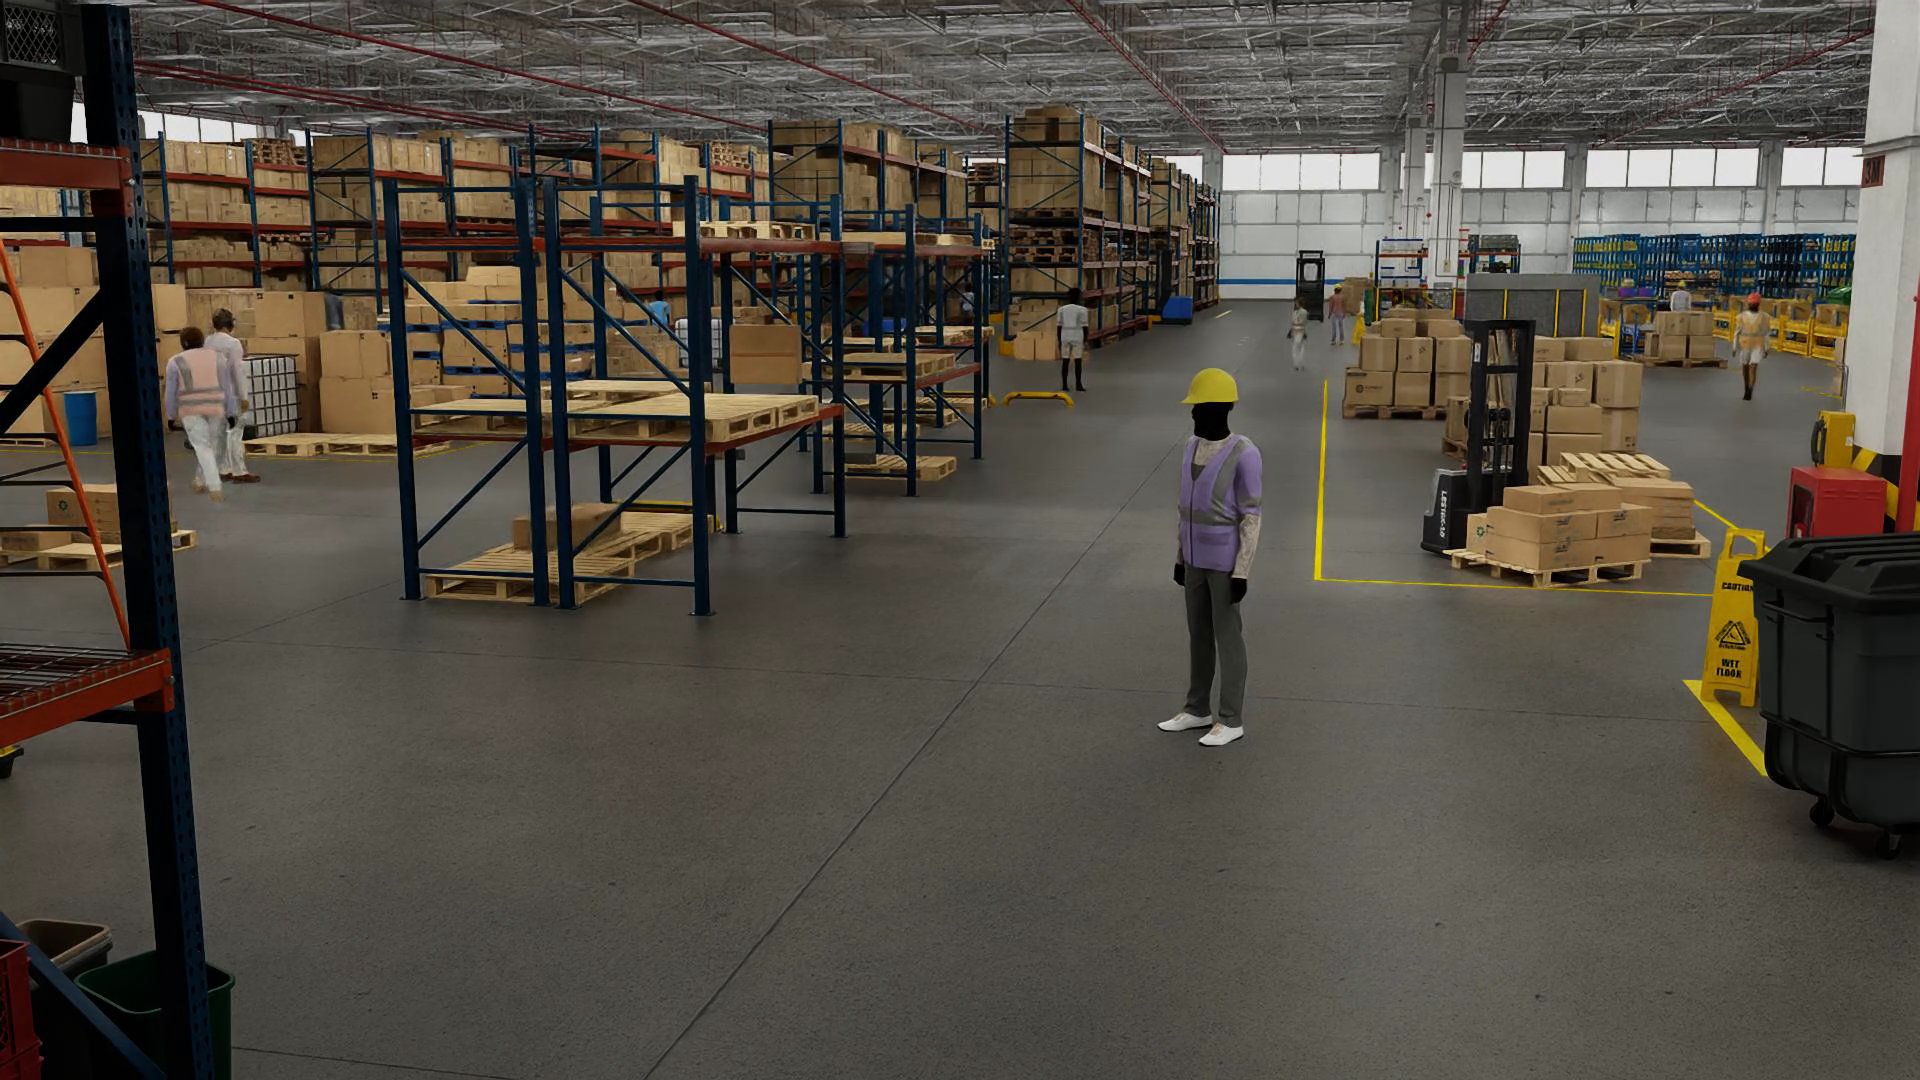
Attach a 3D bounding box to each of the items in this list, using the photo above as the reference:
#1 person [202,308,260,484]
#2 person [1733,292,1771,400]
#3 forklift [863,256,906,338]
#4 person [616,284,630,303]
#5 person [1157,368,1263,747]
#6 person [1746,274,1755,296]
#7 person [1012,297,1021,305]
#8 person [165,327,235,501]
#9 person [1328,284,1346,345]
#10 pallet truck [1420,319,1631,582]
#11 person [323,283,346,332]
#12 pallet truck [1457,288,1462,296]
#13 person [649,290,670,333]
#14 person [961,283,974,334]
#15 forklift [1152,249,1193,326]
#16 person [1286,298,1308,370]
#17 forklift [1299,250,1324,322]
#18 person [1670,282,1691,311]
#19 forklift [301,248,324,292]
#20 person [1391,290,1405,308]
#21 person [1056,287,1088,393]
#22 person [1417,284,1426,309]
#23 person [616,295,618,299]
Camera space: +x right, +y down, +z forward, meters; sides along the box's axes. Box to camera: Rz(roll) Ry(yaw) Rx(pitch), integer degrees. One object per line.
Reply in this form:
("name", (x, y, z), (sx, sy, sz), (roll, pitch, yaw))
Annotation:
("person", (-8.082, -1.583, 18.374), (0.632, 1.938, 0.357), (6, 11, 31))
("person", (14.073, -3.453, 29.556), (0.555, 1.911, 0.897), (6, 12, 34))
("forklift", (-1.568, -5.544, 39.037), (1.129, 2.768, 1.873), (2, 10, 12))
("person", (-7.986, -5.188, 39.865), (0.815, 1.881, 0.632), (1, 10, 6))
("person", (1.289, 0.087, 8.513), (0.366, 1.927, 0.585), (-5, 11, -29))
("person", (38.228, -12.024, 80.645), (0.846, 1.796, 0.595), (5, 11, 27))
("person", (1.932, -8.363, 58.208), (0.382, 2.040, 0.616), (-3, 10, -19))
("person", (-7.856, -1.302, 17.182), (0.994, 1.788, 0.626), (9, 13, 41))
("person", (10.964, -6.569, 48.400), (0.528, 1.767, 0.329), (-2, 10, -11))
("pallet truck", (4.543, -0.757, 13.299), (0.823, 1.965, 1.885), (-4, 10, -22))
("person", (-14.526, -4.959, 38.422), (0.643, 1.922, 0.439), (-3, 10, -15))
("pallet truck", (20.506, -9.785, 68.819), (0.653, 1.274, 1.630), (2, 10, 12))
("person", (-7.581, -5.453, 41.999), (0.535, 1.697, 0.318), (-1, 10, -6))
("person", (0.274, -7.635, 54.978), (0.537, 1.681, 0.587), (2, 10, 11))
("forklift", (7.646, -9.320, 61.395), (1.873, 2.768, 1.129), (2, 10, 11))
("person", (7.493, -4.580, 37.051), (0.565, 1.618, 0.518), (-2, 10, -11))
("forklift", (13.778, -10.002, 65.433), (1.129, 2.768, 1.873), (2, 10, 12))
("person", (22.310, -7.100, 51.491), (0.608, 1.789, 0.933), (3, 10, 15))
("forklift", (-20.124, -7.780, 52.275), (1.873, 2.768, 1.129), (6, 11, 32))
("person", (8.853, -4.178, 34.006), (0.621, 1.852, 0.532), (3, 10, 19))
("person", (2.093, -3.715, 30.906), (0.609, 1.964, 0.367), (4, 11, 24))
("person", (15.721, -7.833, 56.312), (0.442, 1.621, 0.527), (1, 10, 9))
("person", (-8.483, -5.247, 40.971), (0.524, 1.631, 0.323), (1, 10, 4))
